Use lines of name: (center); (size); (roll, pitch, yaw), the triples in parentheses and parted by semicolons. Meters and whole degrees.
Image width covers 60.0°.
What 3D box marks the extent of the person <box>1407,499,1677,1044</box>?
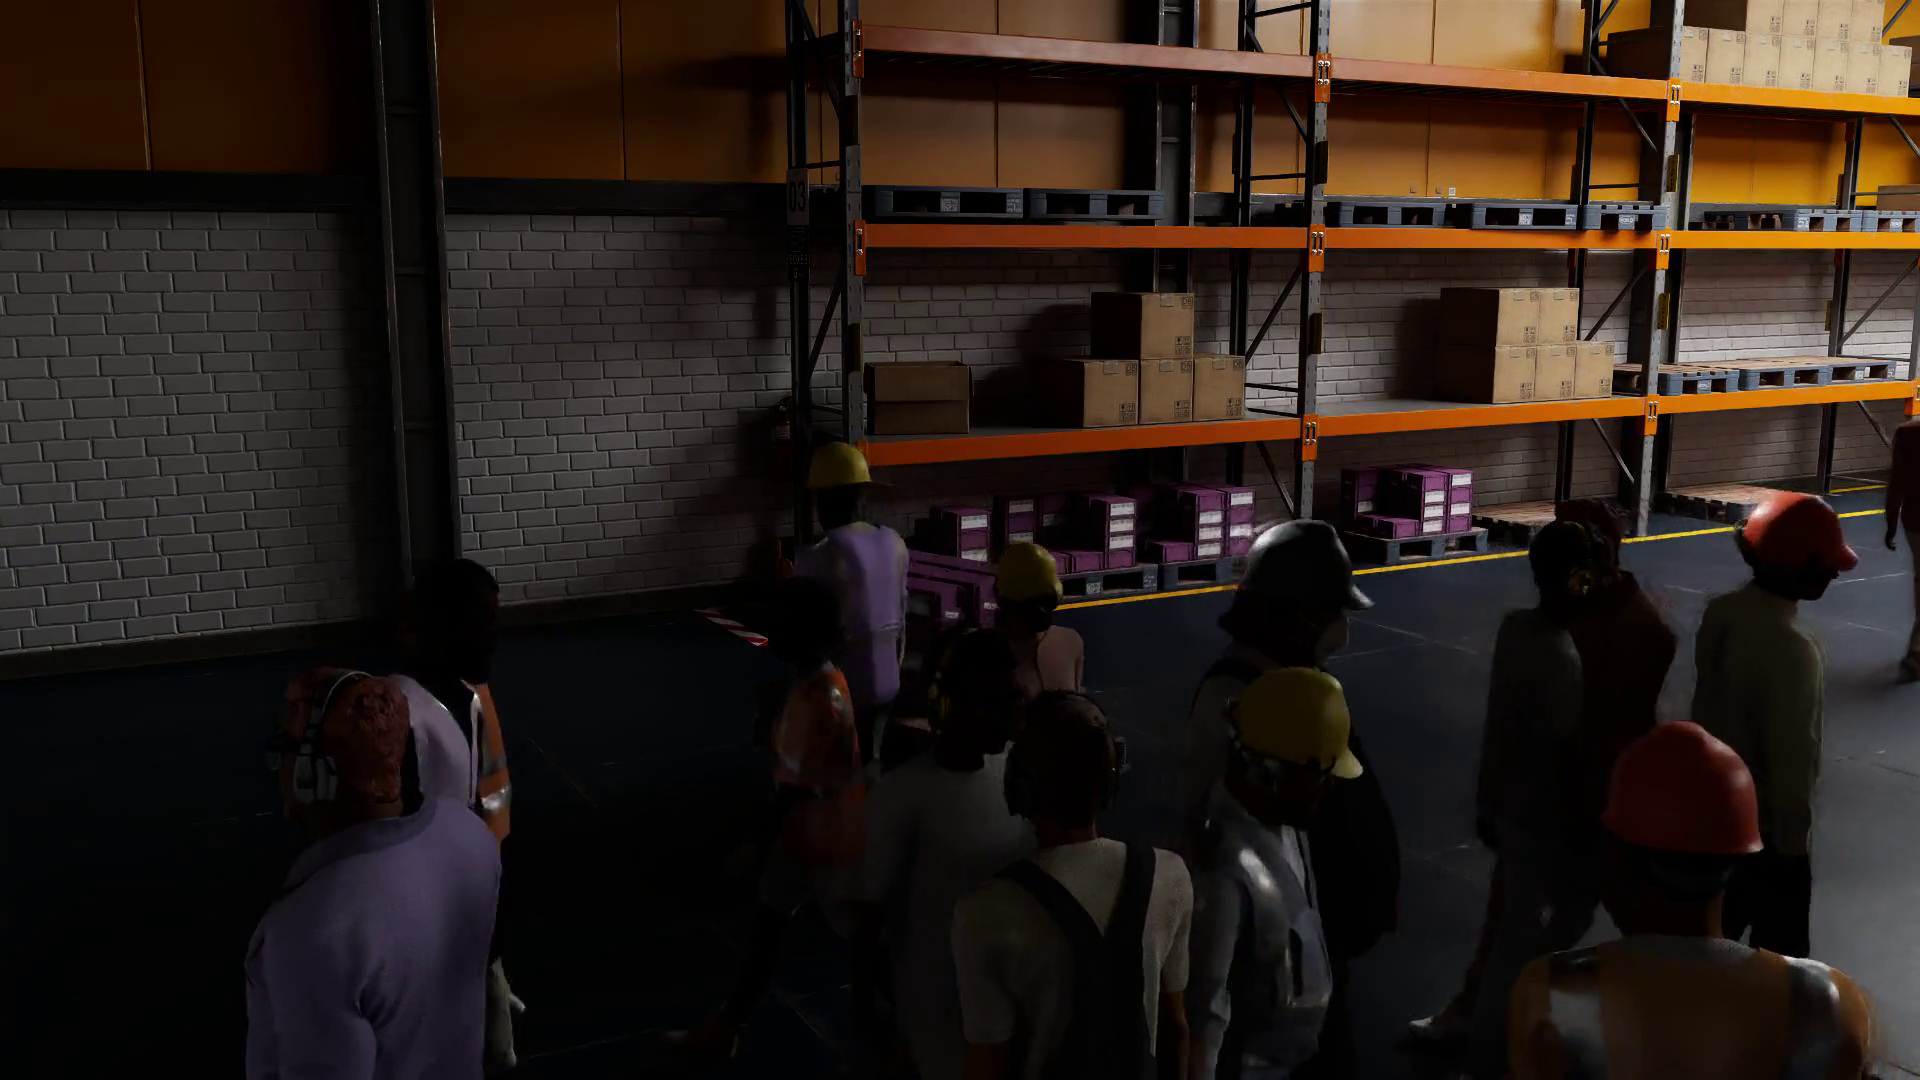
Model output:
person: (2.062, 0.785, 5.461); (0.983, 1.864, 0.649); (-2, 10, -14)

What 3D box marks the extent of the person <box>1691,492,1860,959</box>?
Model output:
person: (2.382, 0.815, 5.028); (0.391, 1.961, 0.697); (0, 10, -1)

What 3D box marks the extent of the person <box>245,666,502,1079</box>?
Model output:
person: (-1.098, 1.169, 3.097); (0.406, 1.911, 0.636); (2, 10, 10)

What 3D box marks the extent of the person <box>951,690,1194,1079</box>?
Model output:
person: (0.204, 1.188, 3.164); (0.516, 1.843, 0.325); (-5, 11, -28)

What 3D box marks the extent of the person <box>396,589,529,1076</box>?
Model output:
person: (-1.599, 0.934, 5.256); (0.377, 1.621, 0.535); (-3, 10, -15)

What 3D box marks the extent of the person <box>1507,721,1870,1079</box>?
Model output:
person: (1.180, 1.230, 2.785); (0.551, 1.913, 0.770); (3, 10, 18)

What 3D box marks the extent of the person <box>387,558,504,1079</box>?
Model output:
person: (-1.338, 0.987, 4.304); (0.950, 1.850, 0.678); (-1, 10, -7)

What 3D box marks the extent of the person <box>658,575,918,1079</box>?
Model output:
person: (-0.475, 0.927, 5.237); (0.901, 1.642, 0.537); (-2, 10, -11)

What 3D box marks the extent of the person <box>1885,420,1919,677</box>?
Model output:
person: (6.156, -0.124, 10.434); (1.016, 1.952, 0.636); (-9, 14, -43)

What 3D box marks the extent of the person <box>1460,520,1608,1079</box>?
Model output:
person: (1.791, 0.860, 5.046); (0.551, 1.844, 0.567); (1, 10, 5)

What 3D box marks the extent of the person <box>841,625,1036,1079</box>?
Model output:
person: (0.067, 1.101, 3.775); (0.951, 1.814, 0.504); (9, 13, 41)

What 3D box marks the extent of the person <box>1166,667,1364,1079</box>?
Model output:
person: (0.518, 1.121, 3.720); (0.738, 1.790, 0.644); (4, 10, 20)

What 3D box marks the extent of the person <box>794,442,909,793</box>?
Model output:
person: (-0.424, 0.570, 6.549); (0.476, 1.907, 0.605); (8, 13, 38)

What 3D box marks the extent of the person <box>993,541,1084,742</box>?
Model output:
person: (0.224, 0.852, 5.420); (0.529, 1.742, 0.403); (-7, 12, -36)
